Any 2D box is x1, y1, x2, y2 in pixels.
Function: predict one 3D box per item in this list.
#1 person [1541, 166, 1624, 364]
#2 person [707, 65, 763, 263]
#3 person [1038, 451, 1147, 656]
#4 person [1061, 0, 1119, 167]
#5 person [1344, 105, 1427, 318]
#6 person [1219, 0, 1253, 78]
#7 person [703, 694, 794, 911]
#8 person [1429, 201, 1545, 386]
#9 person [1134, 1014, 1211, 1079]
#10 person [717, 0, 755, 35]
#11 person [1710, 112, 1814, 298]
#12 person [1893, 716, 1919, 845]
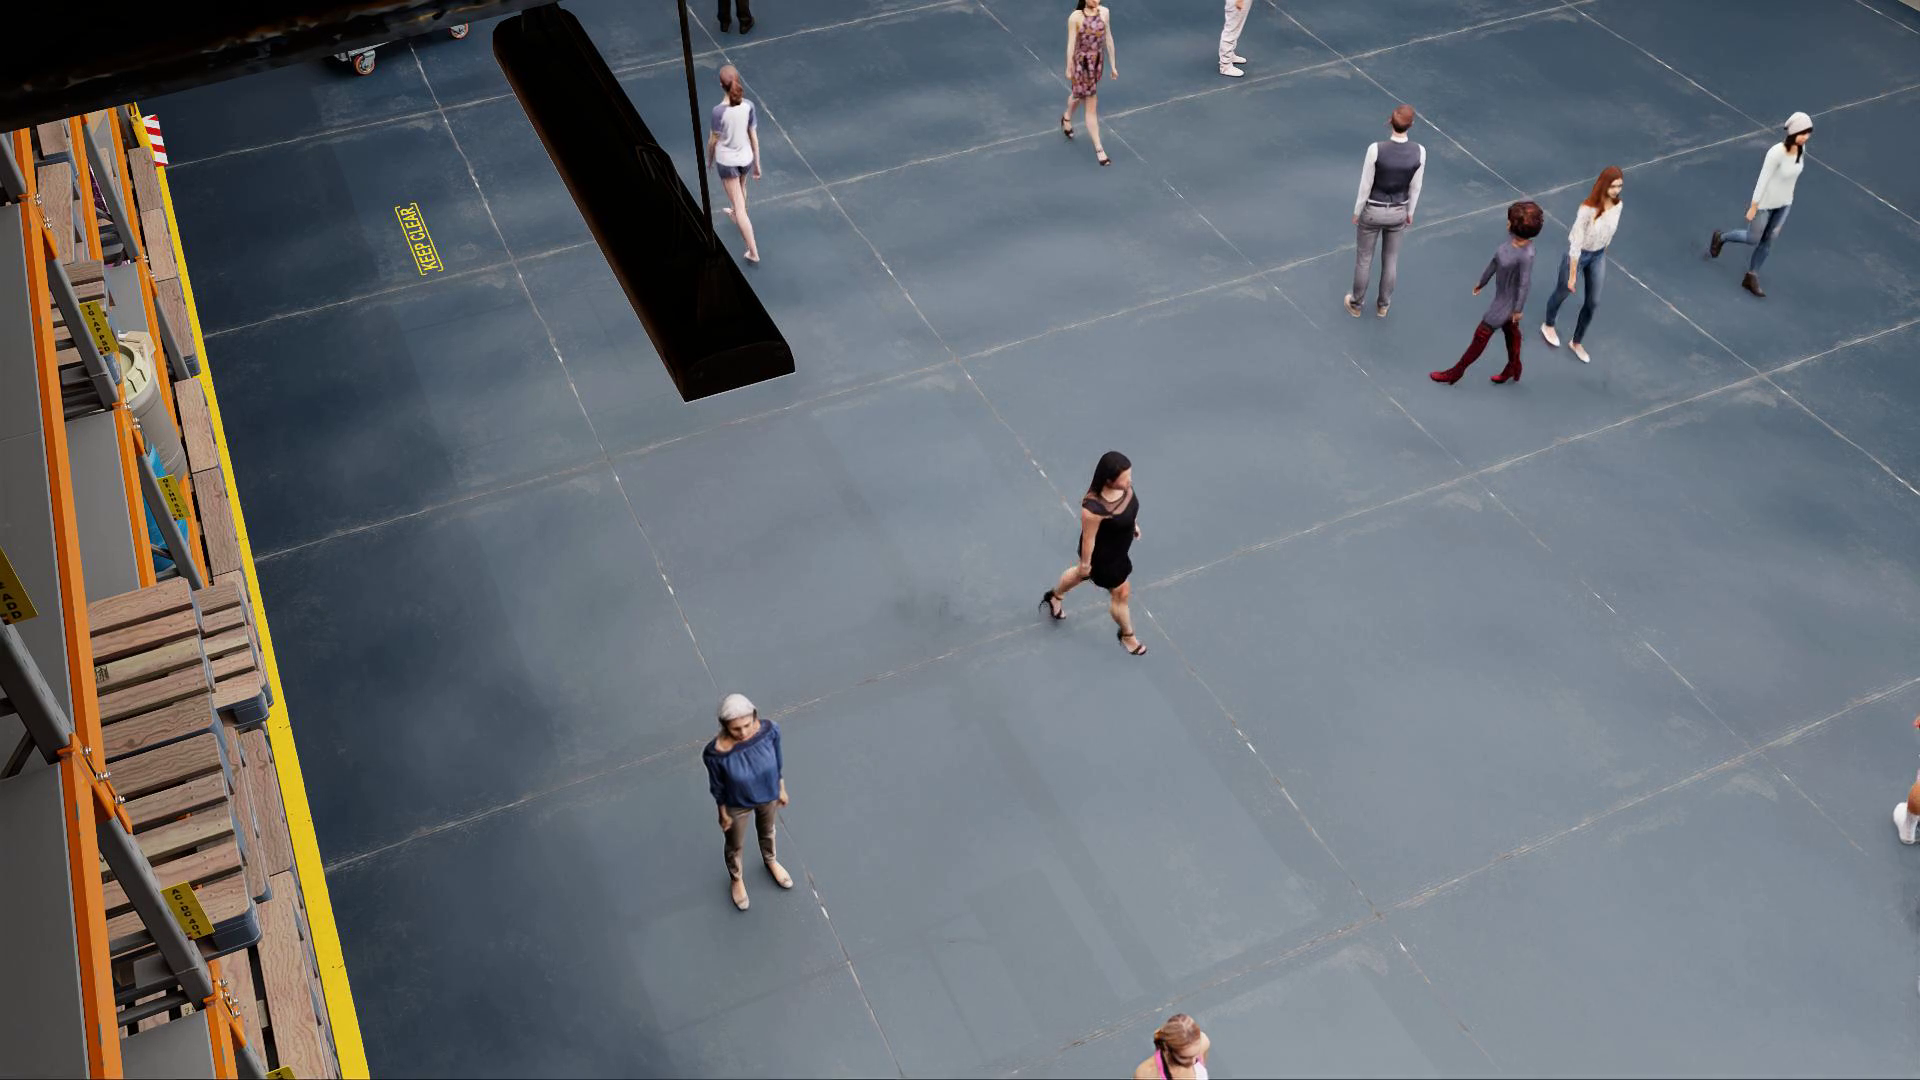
[{"bbox_3d":[5.015,-2.320,13.516,0.699,1.707,0.857,-7,44,-7],"label":"person"},{"bbox_3d":[-1.927,-3.231,14.468,0.683,1.714,1.168,-24,49,-23],"label":"person"},{"bbox_3d":[0.870,0.037,11.064,1.136,1.678,1.062,16,46,16],"label":"person"},{"bbox_3d":[1.167,-4.488,15.789,0.636,1.712,1.159,-20,47,-20],"label":"person"},{"bbox_3d":[3.511,-2.715,13.765,0.743,1.938,0.731,2,44,2],"label":"person"},{"bbox_3d":[2.846,-5.620,16.991,0.788,1.693,0.712,11,45,11],"label":"person"},{"bbox_3d":[-1.212,1.470,9.546,0.637,1.697,0.591,-23,48,-22],"label":"person"},{"bbox_3d":[4.399,-1.895,13.090,0.934,1.681,1.018,1,44,1],"label":"person"},{"bbox_3d":[0.984,2.801,8.083,0.644,1.787,0.563,-25,49,-24],"label":"person"},{"bbox_3d":[-2.457,-6.315,17.559,0.771,1.917,0.771,3,44,3],"label":"person"},{"bbox_3d":[6.863,-2.914,14.195,0.577,1.632,0.903,-18,46,-18],"label":"person"},{"bbox_3d":[5.907,1.207,9.765,0.828,1.776,0.885,12,45,13],"label":"person"}]
